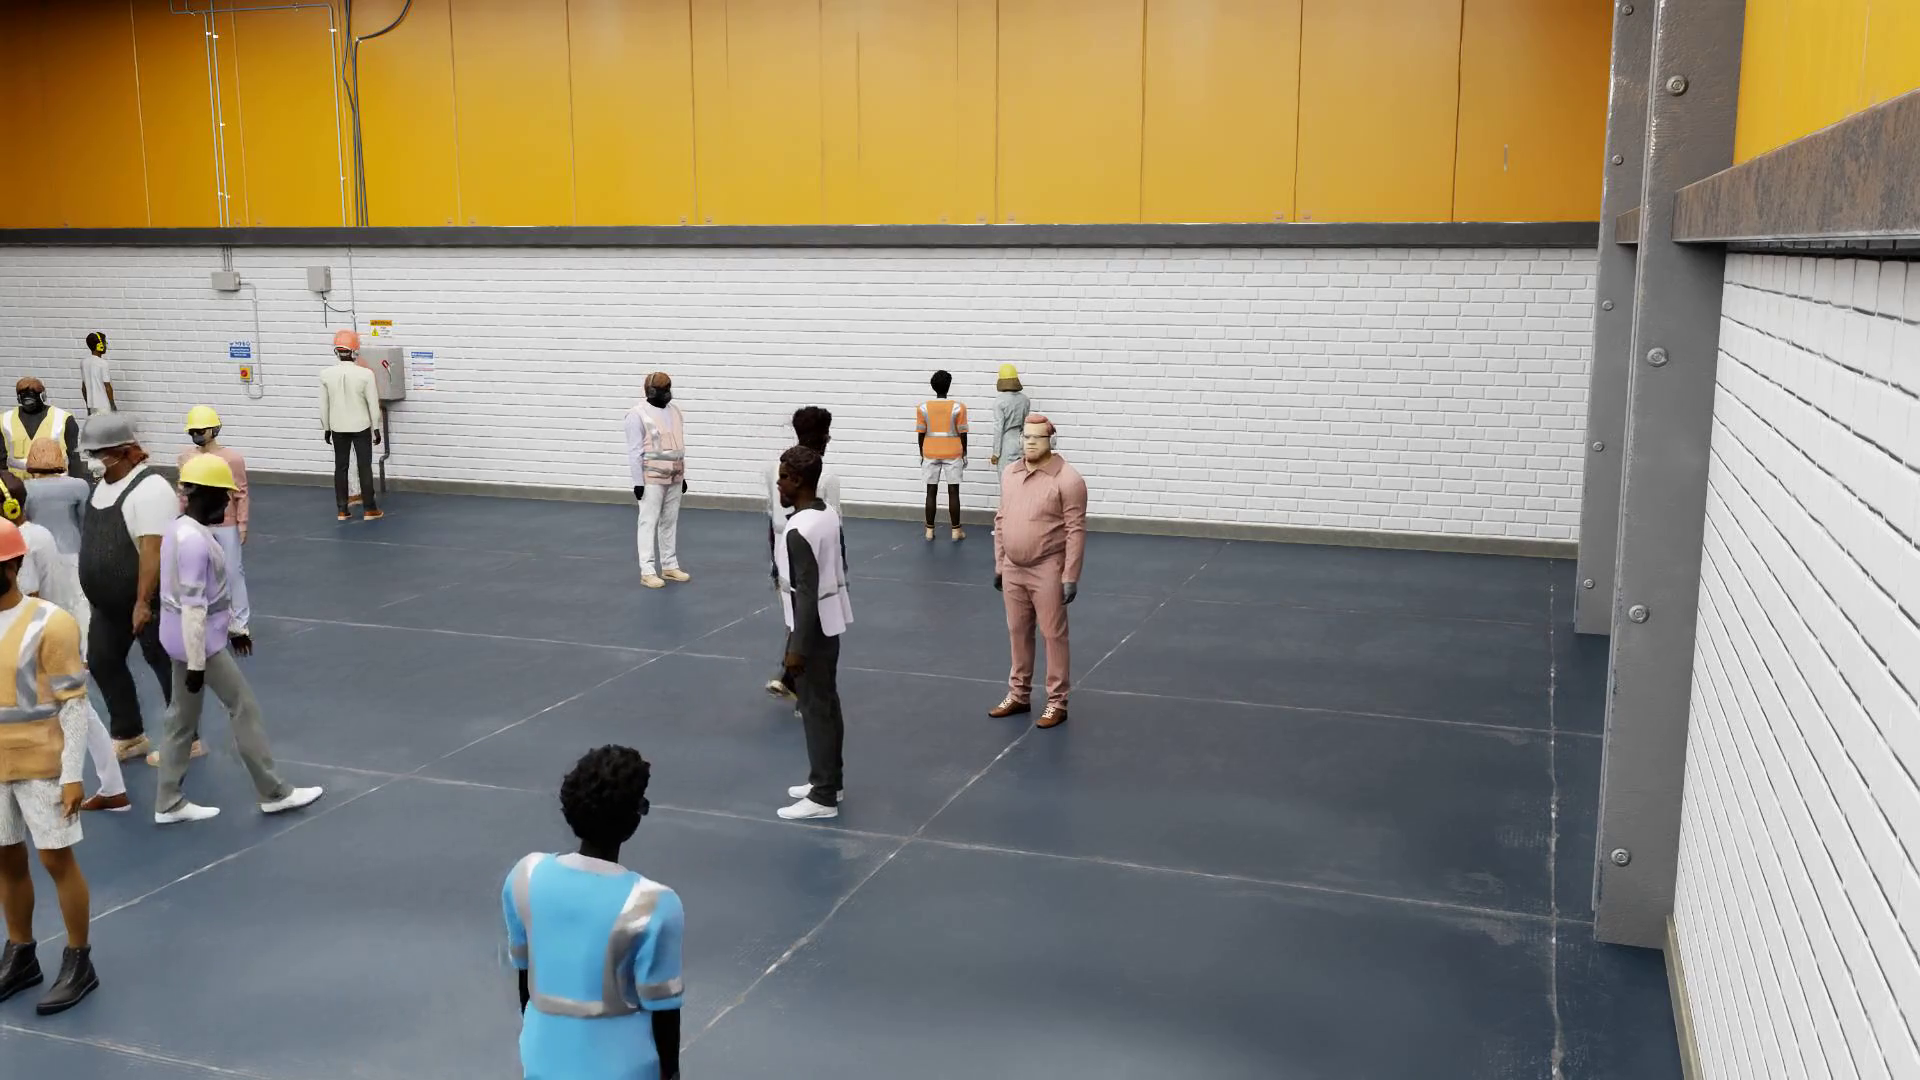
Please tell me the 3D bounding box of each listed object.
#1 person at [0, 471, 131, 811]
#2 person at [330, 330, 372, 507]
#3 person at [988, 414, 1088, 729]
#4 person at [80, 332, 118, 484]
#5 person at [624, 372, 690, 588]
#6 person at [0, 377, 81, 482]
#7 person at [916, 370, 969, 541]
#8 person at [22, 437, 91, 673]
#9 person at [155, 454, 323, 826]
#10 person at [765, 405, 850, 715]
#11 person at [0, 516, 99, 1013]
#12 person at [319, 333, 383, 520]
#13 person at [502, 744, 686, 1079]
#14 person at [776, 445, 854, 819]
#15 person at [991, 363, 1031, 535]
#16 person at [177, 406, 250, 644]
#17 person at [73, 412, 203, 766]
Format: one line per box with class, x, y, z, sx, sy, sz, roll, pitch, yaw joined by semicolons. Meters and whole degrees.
person;-4.703;0.543;8.394;0.881;1.821;0.651;-2;10;-12
person;-6.797;-1.358;18.623;0.448;1.984;0.642;2;10;9
person;0.451;0.182;10.156;0.651;1.913;0.410;9;13;40
person;-10.476;-1.601;20.321;0.508;1.872;0.329;5;11;25
person;-2.581;-0.525;14.340;0.429;1.841;0.633;6;12;32
person;-7.654;-0.435;13.834;0.629;1.843;0.429;-3;11;-17
person;-0.169;-0.830;16.457;0.535;1.700;0.318;2;10;9
person;-6.138;0.119;11.296;0.499;1.633;0.286;-7;12;-33
person;-3.722;0.504;8.456;0.890;1.878;0.581;-7;12;-34
person;-0.932;0.129;10.348;0.639;1.947;0.424;10;14;43
person;-3.592;0.851;6.318;0.551;1.934;0.373;2;10;12
person;-6.477;-1.202;17.715;0.623;1.993;0.384;0;10;-1
person;-0.950;1.357;4.188;0.542;1.678;0.612;4;11;21
person;-0.750;0.474;8.510;0.393;1.913;0.590;1;10;8
person;0.497;-0.905;16.762;0.487;1.741;0.313;-9;13;-41
person;-5.473;-0.105;12.184;0.530;1.767;0.328;1;10;7
person;-4.629;0.275;9.273;0.714;2.000;0.629;6;12;32
